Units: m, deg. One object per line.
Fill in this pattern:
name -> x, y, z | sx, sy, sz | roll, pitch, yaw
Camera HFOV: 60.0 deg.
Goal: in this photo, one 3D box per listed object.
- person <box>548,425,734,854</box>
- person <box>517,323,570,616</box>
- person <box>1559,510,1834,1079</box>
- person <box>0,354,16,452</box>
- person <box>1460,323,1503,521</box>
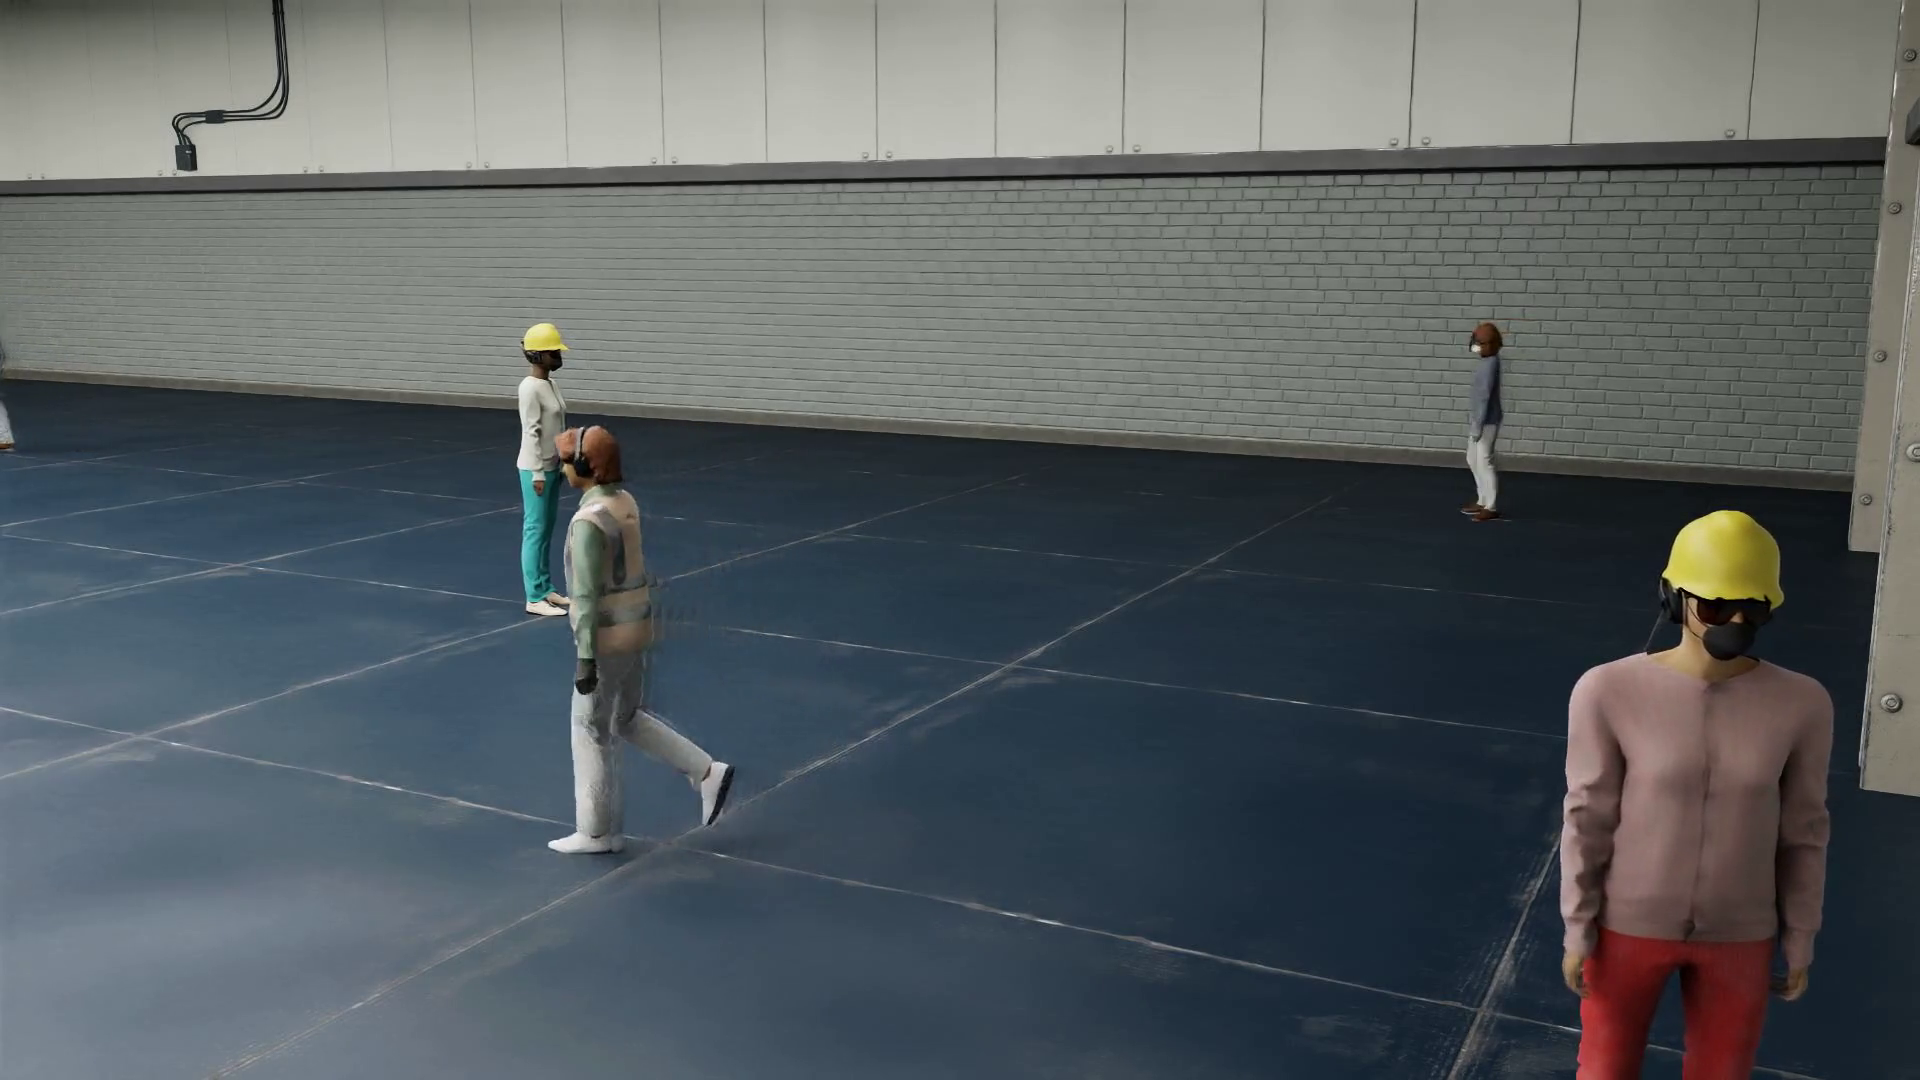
person -> -1.213, 0.375, 6.155 | 0.596, 1.616, 0.546 | 1, 10, 6
person -> -2.521, -0.429, 10.133 | 0.321, 1.769, 0.523 | 0, 10, 1
person -> 1.495, 0.807, 3.418 | 0.526, 1.766, 0.334 | 1, 10, 7
person -> -10.333, -1.836, 17.419 | 0.699, 1.910, 0.704 | -6, 12, -30
person -> 4.215, -0.942, 13.357 | 0.347, 1.609, 0.541 | 2, 11, 9
